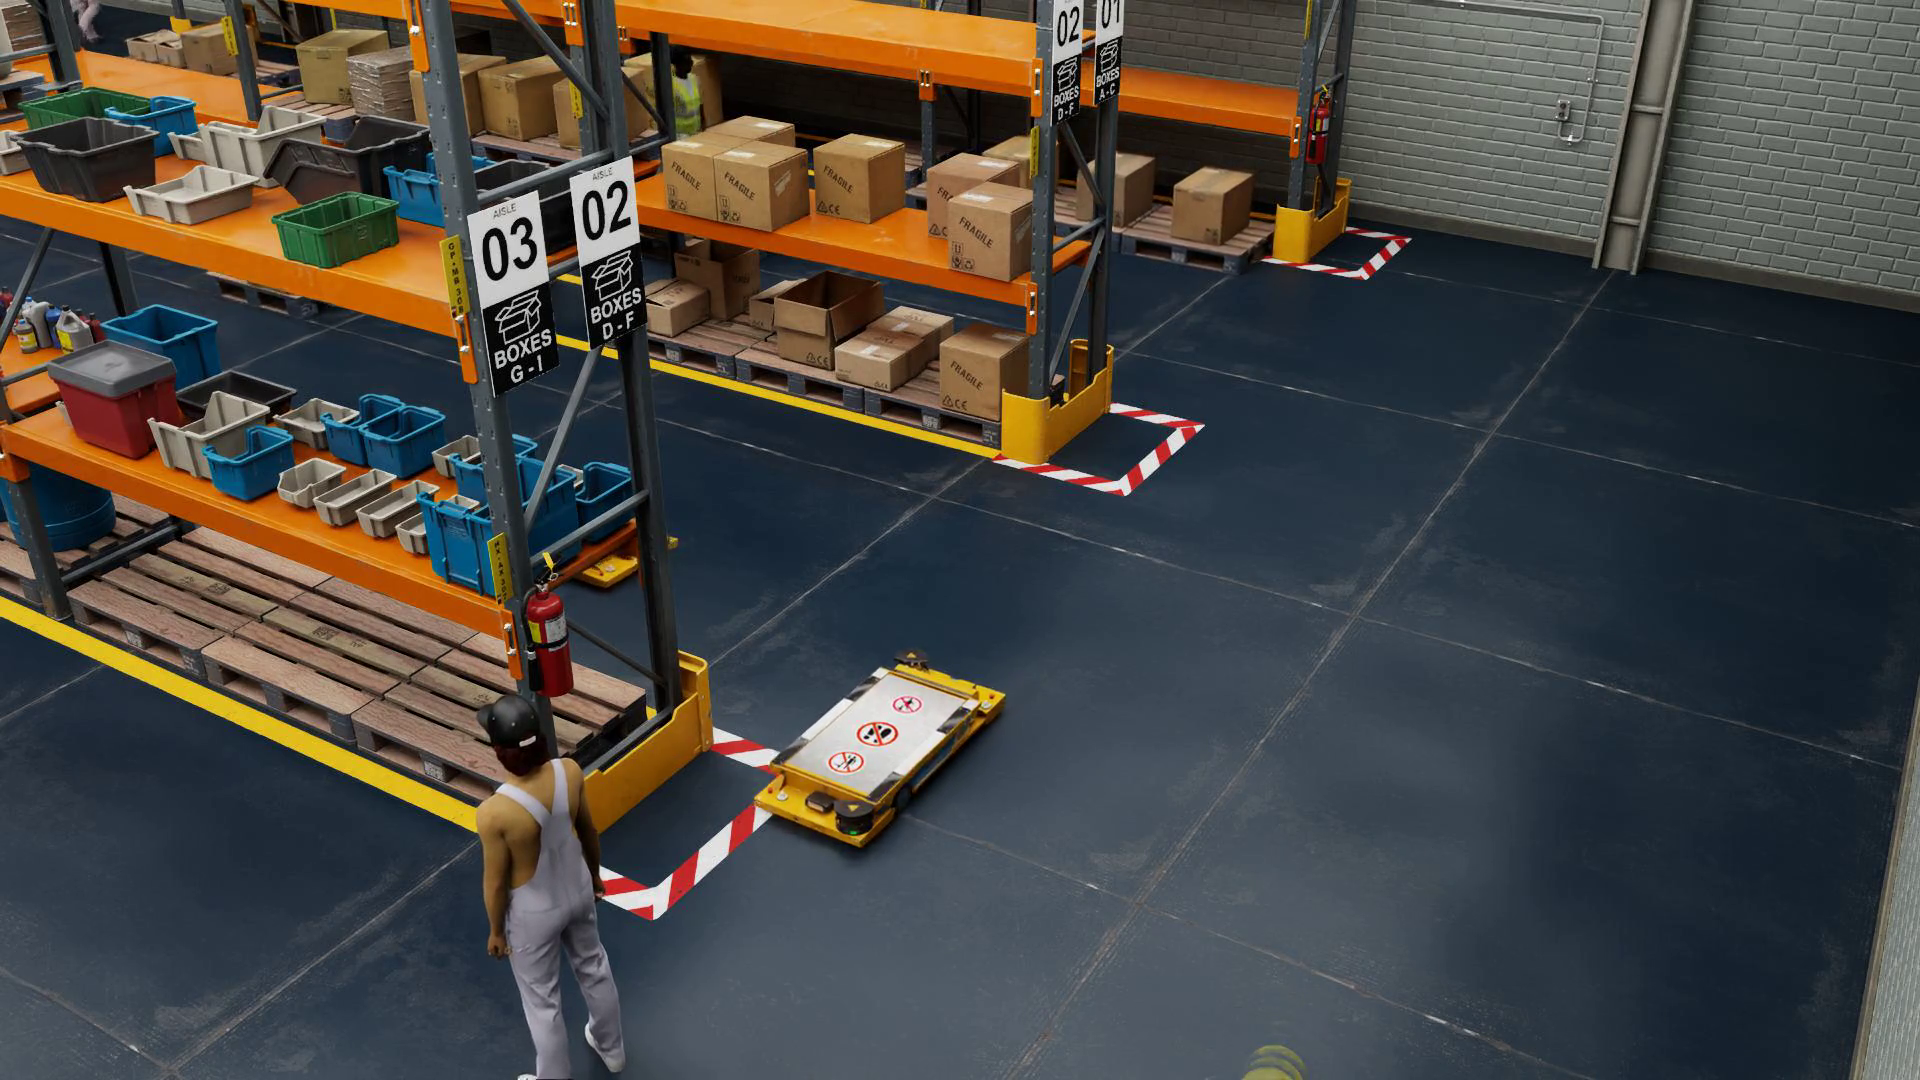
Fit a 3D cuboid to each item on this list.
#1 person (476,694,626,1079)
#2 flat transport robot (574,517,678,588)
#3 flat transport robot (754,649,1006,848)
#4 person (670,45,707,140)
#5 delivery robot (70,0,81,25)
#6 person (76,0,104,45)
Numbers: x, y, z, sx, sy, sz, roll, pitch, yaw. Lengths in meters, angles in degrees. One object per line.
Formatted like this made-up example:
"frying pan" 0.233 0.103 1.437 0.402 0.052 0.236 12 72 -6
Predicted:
"person" -1.636 1.394 6.515 0.436 1.850 0.525 21 35 32
"flat transport robot" -2.587 -0.085 10.785 1.431 0.231 0.659 18 34 29
"flat transport robot" -0.392 1.061 8.729 0.659 0.231 1.431 16 33 27
"person" -2.655 -4.014 16.370 0.443 1.682 0.550 15 32 25
"delivery robot" -12.983 -7.668 24.077 0.510 0.573 0.744 -7 30 -12
"person" -12.153 -7.720 22.895 0.586 1.817 0.661 4 29 8
